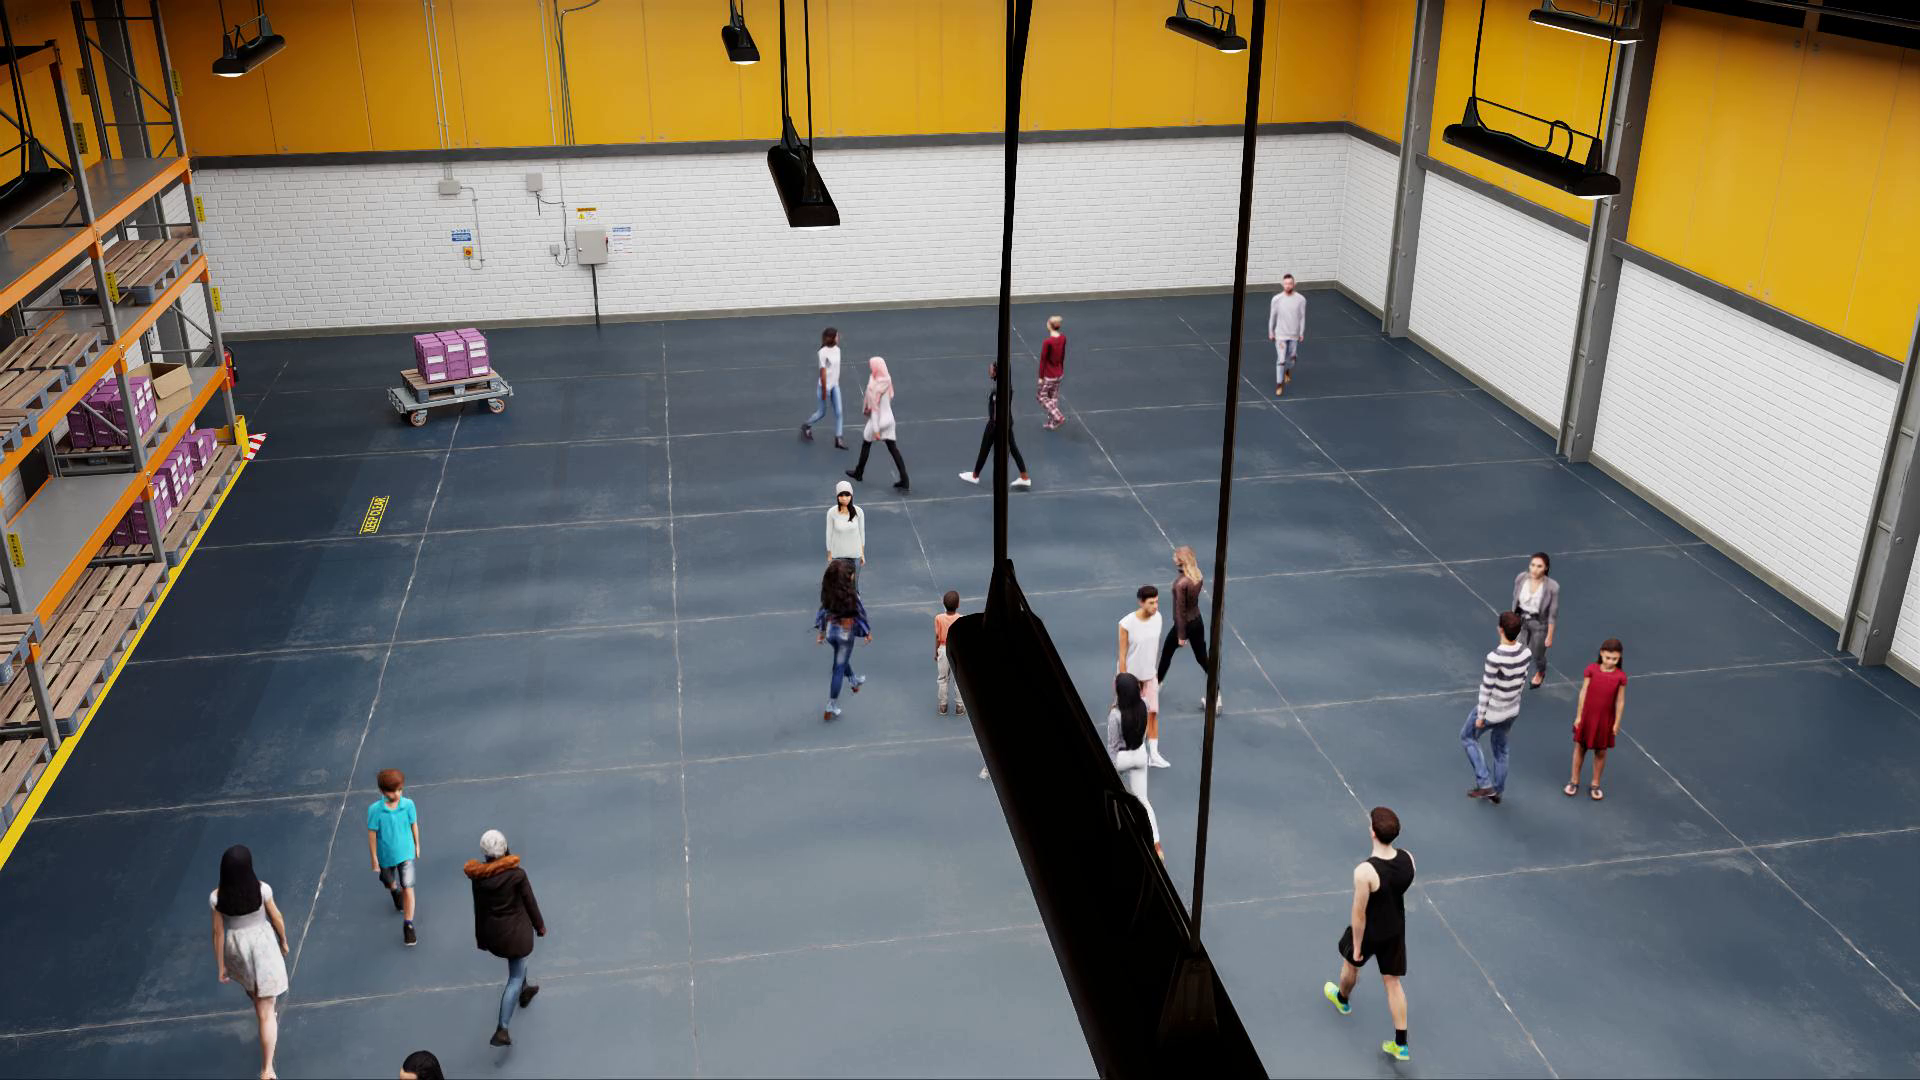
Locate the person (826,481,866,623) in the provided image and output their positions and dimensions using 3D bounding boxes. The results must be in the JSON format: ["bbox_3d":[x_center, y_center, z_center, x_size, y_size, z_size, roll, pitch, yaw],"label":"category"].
[{"bbox_3d":[-1.228,0.142,17.893,0.558,1.645,0.487,-4,24,-9],"label":"person"}]

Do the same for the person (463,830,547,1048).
[{"bbox_3d":[-3.223,2.833,11.791,0.912,1.602,1.134,6,24,15],"label":"person"}]

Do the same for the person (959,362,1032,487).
[{"bbox_3d":[0.605,-1.451,21.492,1.120,1.681,1.198,10,25,21],"label":"person"}]

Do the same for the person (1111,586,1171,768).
[{"bbox_3d":[1.583,1.204,15.352,0.833,1.734,1.219,-9,25,-21],"label":"person"}]

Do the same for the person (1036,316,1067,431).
[{"bbox_3d":[1.349,-2.326,23.487,0.802,1.686,0.859,-22,32,-40],"label":"person"}]

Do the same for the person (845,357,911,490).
[{"bbox_3d":[-0.936,-1.460,21.429,1.243,1.749,1.170,16,28,33],"label":"person"}]

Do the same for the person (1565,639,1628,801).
[{"bbox_3d":[5.667,1.553,14.779,0.676,1.553,0.735,11,26,23],"label":"person"}]

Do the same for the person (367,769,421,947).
[{"bbox_3d":[-4.431,2.402,12.999,0.650,1.424,0.989,-8,25,-18],"label":"person"}]

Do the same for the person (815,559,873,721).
[{"bbox_3d":[-1.201,0.979,16.058,1.031,1.581,1.103,14,27,30],"label":"person"}]

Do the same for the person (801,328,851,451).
[{"bbox_3d":[-1.880,-2.088,22.935,1.132,1.693,1.063,17,29,34],"label":"person"}]

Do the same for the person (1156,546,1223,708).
[{"bbox_3d":[2.289,0.889,16.178,1.214,1.650,1.125,18,29,35],"label":"person"}]

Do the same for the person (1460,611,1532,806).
[{"bbox_3d":[4.751,1.523,14.496,0.736,1.836,0.736,-10,25,-21],"label":"person"}]

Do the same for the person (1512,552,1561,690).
[{"bbox_3d":[5.634,0.856,16.288,1.100,1.622,1.127,19,30,37],"label":"person"}]

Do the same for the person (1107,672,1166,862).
[{"bbox_3d":[1.442,1.909,13.799,0.849,1.687,1.240,-11,26,-23],"label":"person"}]

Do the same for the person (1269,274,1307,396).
[{"bbox_3d":[4.947,-3.138,25.176,0.834,1.823,0.956,3,24,7],"label":"person"}]

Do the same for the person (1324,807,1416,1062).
[{"bbox_3d":[2.983,2.770,11.623,0.782,1.852,1.235,-8,25,-17],"label":"person"}]

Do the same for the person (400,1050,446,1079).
[{"bbox_3d":[-3.054,3.683,9.683,0.687,1.733,0.708,10,26,23],"label":"person"}]

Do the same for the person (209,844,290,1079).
[{"bbox_3d":[-4.827,2.948,11.384,0.705,1.717,1.227,-7,25,-16],"label":"person"}]

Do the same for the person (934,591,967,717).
[{"bbox_3d":[-0.083,1.089,16.143,0.545,1.311,0.547,3,24,7],"label":"person"}]
